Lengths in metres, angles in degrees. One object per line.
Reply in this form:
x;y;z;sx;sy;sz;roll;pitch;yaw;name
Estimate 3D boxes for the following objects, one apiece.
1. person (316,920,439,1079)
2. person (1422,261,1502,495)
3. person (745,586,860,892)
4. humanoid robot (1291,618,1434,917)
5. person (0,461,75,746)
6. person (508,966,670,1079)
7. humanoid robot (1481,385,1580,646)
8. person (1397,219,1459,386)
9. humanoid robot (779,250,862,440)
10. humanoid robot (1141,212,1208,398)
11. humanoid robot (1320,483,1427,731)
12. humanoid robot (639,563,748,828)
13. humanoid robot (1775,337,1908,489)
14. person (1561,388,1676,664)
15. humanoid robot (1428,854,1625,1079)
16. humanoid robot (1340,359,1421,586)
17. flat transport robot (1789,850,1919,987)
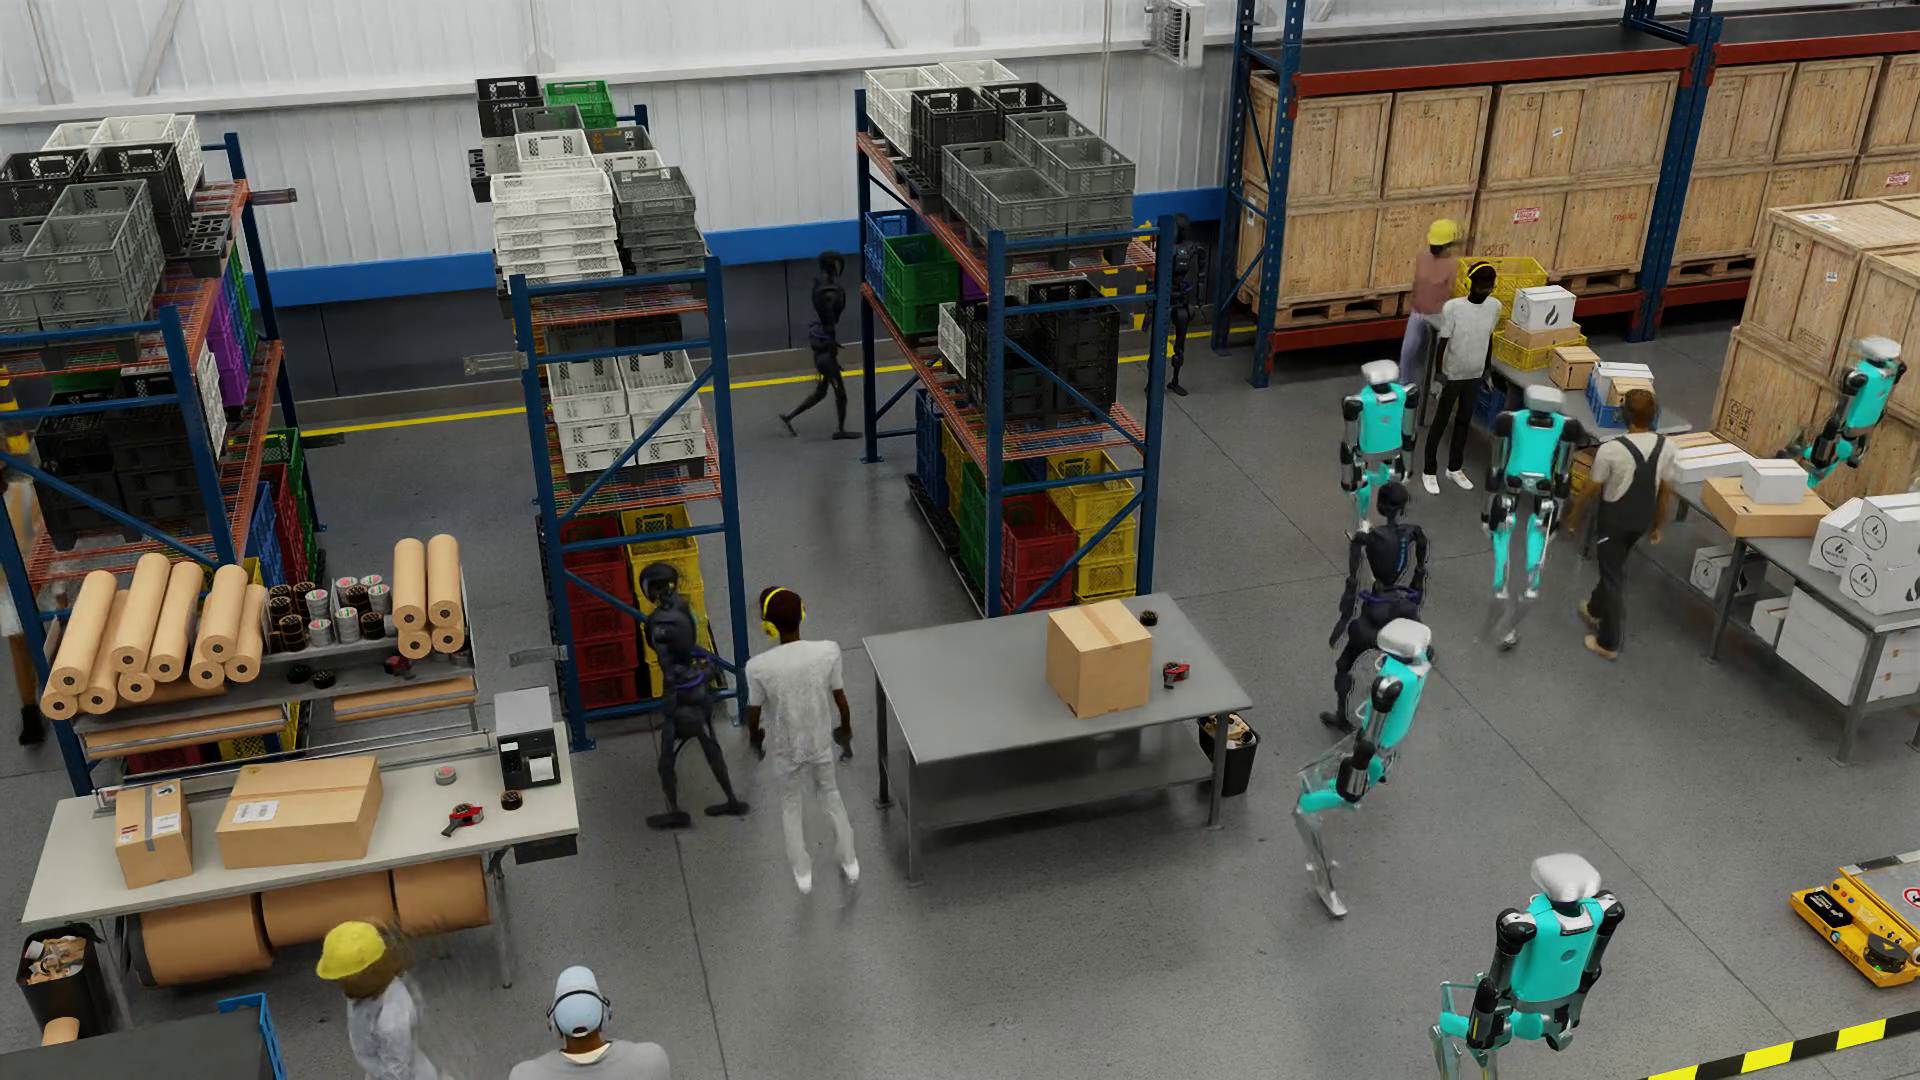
-2.270;2.192;6.685;0.892;1.691;0.490;-23;36;-36;person
3.872;-1.247;12.774;0.517;1.865;0.328;-8;30;-13;person
-0.829;1.036;8.633;0.544;1.850;0.444;-9;30;-16;person
1.954;1.123;8.582;0.776;1.777;0.569;19;34;31;humanoid robot
-5.658;0.245;10.043;0.550;1.880;1.031;-6;29;-11;person
-1.336;2.346;6.248;0.588;1.852;0.374;-7;30;-13;person
3.656;-0.031;10.758;0.530;1.840;0.776;4;29;7;humanoid robot
4.055;-1.915;14.119;0.674;1.735;0.544;-18;34;-30;person
-1.169;-1.576;13.589;0.637;1.626;0.610;-4;29;-7;humanoid robot
1.852;-2.023;14.368;0.599;1.653;0.315;-8;30;-14;humanoid robot
2.500;0.448;9.899;0.608;1.630;0.549;-11;31;-19;humanoid robot
-1.497;0.858;9.154;0.565;1.629;0.584;1;29;2;humanoid robot
6.151;-0.733;12.033;0.532;1.773;1.018;-14;32;-24;humanoid robot
4.236;-0.137;10.806;0.547;1.809;0.806;-5;29;-9;person
2.298;1.895;7.049;0.533;1.678;0.735;-8;30;-14;humanoid robot
2.818;-0.550;11.667;0.596;1.776;0.915;-2;29;-4;humanoid robot
5.163;1.916;8.676;1.431;0.231;0.659;-8;30;-14;flat transport robot
